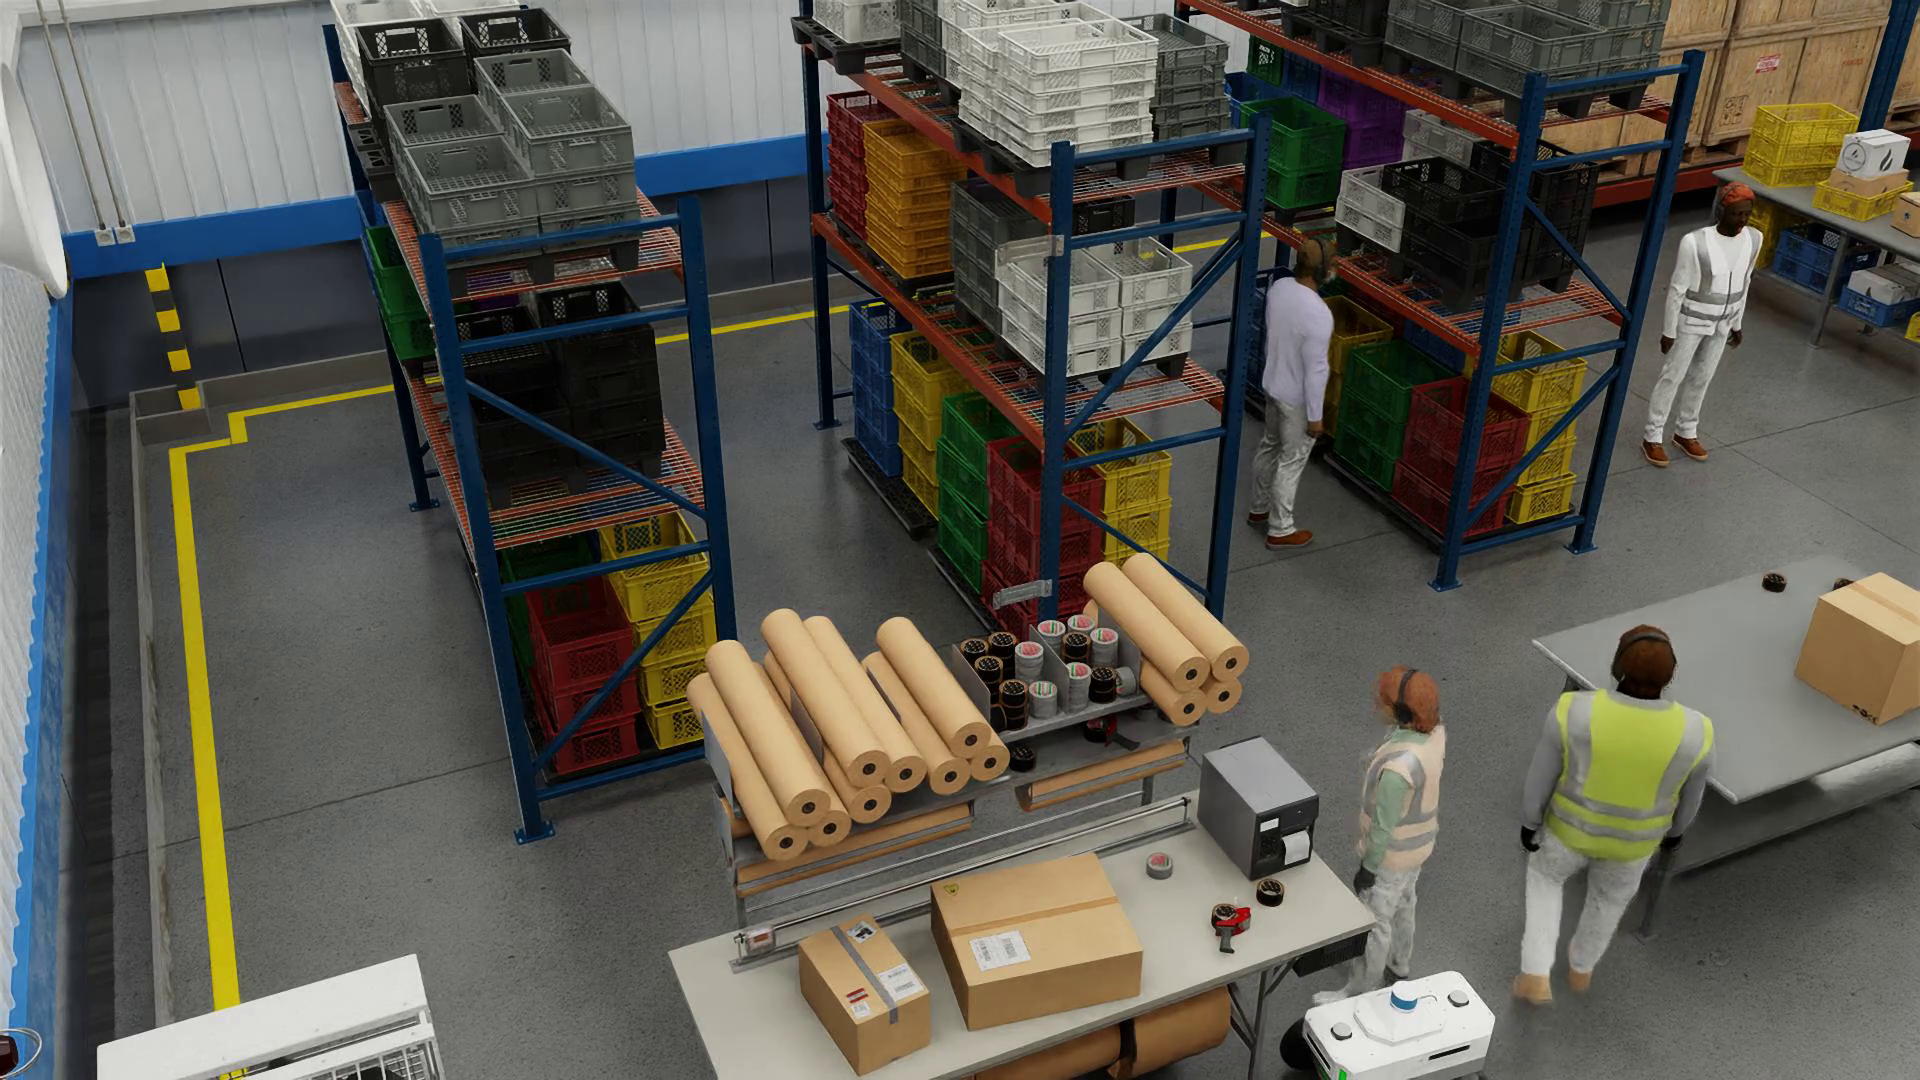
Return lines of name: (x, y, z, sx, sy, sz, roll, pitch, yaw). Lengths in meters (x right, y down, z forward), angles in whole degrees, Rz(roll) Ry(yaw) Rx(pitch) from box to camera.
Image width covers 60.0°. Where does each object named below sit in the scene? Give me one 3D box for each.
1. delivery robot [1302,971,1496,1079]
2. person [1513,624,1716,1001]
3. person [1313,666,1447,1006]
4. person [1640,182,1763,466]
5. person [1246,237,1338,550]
delivery robot: (1.702, 1.921, 6.469, 0.707, 0.478, 0.477, -10, 33, -16)
person: (2.572, 1.130, 6.637, 0.660, 1.832, 0.526, 10, 33, 15)
person: (1.744, 1.209, 6.693, 0.335, 1.629, 0.577, 19, 36, 28)
person: (4.760, -1.373, 10.646, 0.584, 1.882, 0.345, -8, 32, -13)
person: (1.960, -0.857, 9.764, 0.366, 1.931, 0.632, -8, 33, -13)
